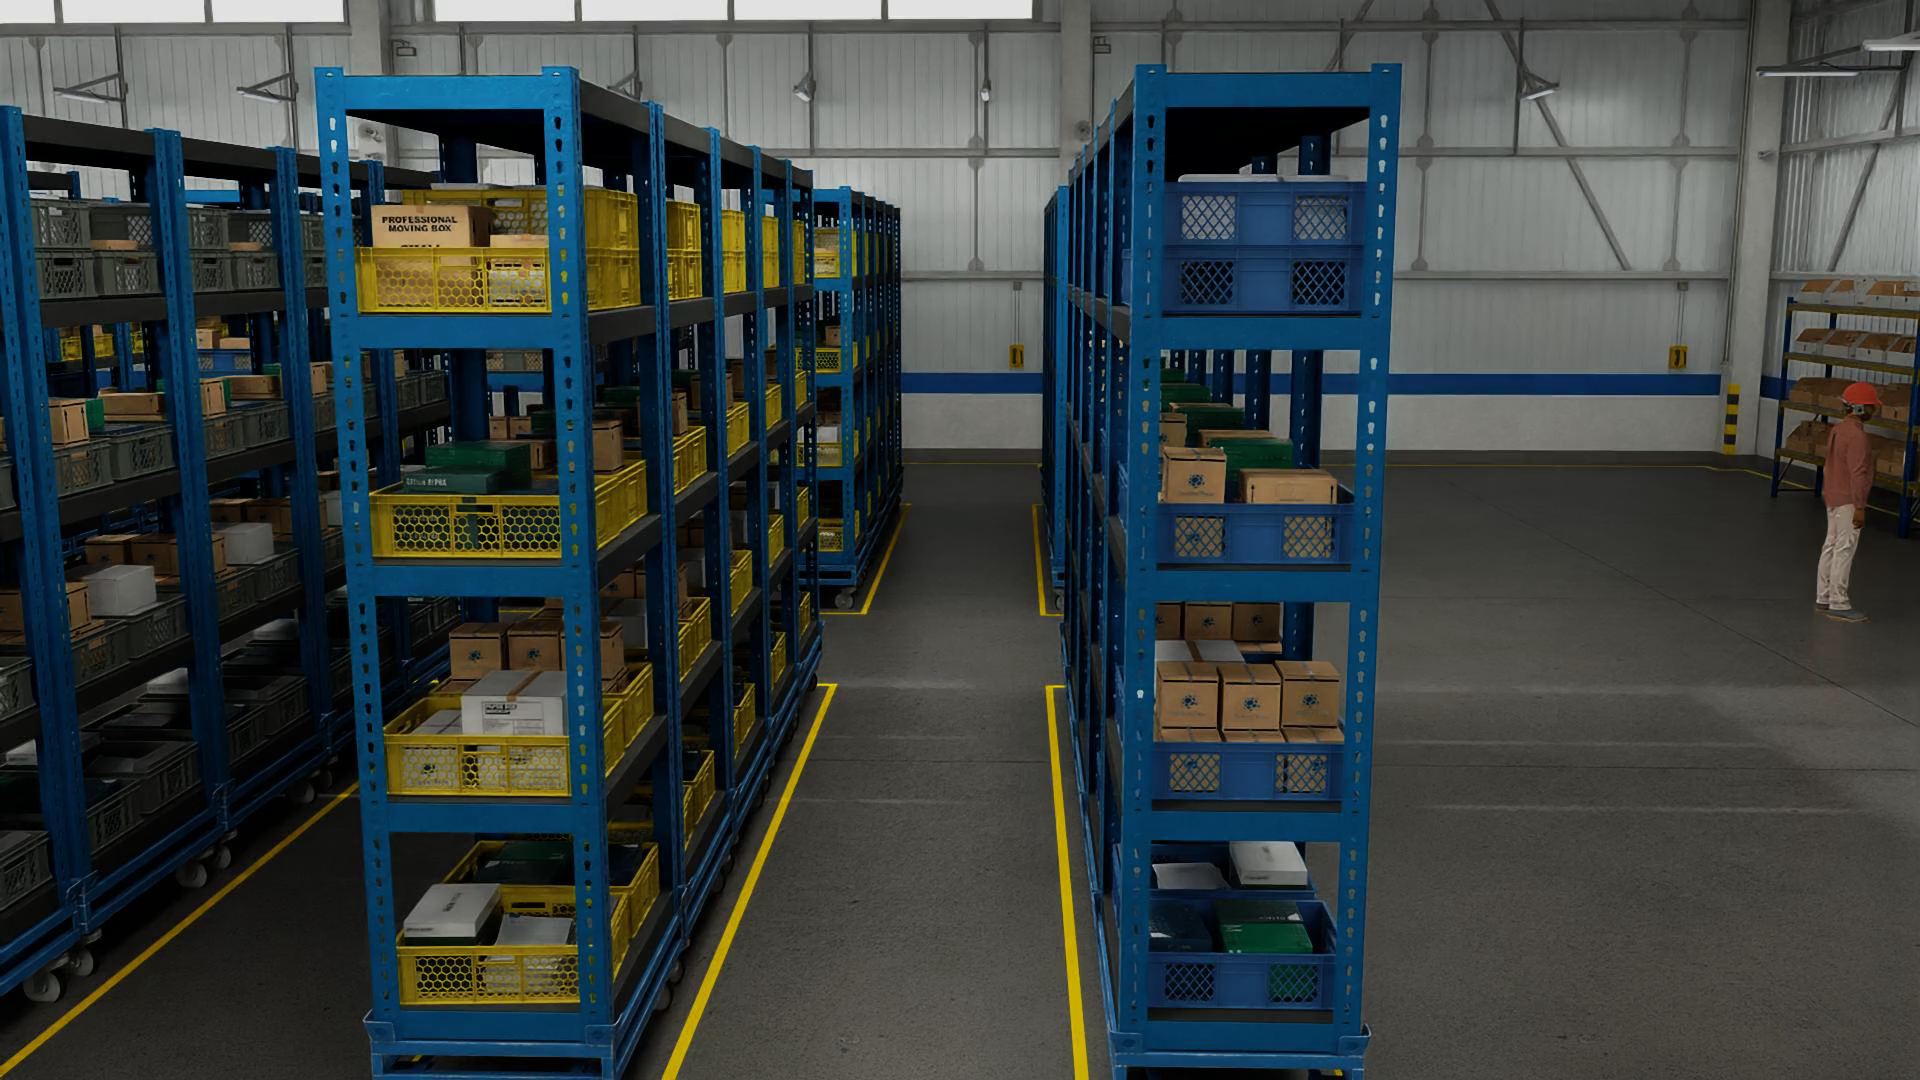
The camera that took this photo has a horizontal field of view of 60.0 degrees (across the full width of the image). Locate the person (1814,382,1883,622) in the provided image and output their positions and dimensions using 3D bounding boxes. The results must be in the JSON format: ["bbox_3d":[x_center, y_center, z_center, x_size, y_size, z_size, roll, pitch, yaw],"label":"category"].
[{"bbox_3d":[7.421,-0.321,13.890,0.383,1.993,0.622,2,10,9],"label":"person"}]
